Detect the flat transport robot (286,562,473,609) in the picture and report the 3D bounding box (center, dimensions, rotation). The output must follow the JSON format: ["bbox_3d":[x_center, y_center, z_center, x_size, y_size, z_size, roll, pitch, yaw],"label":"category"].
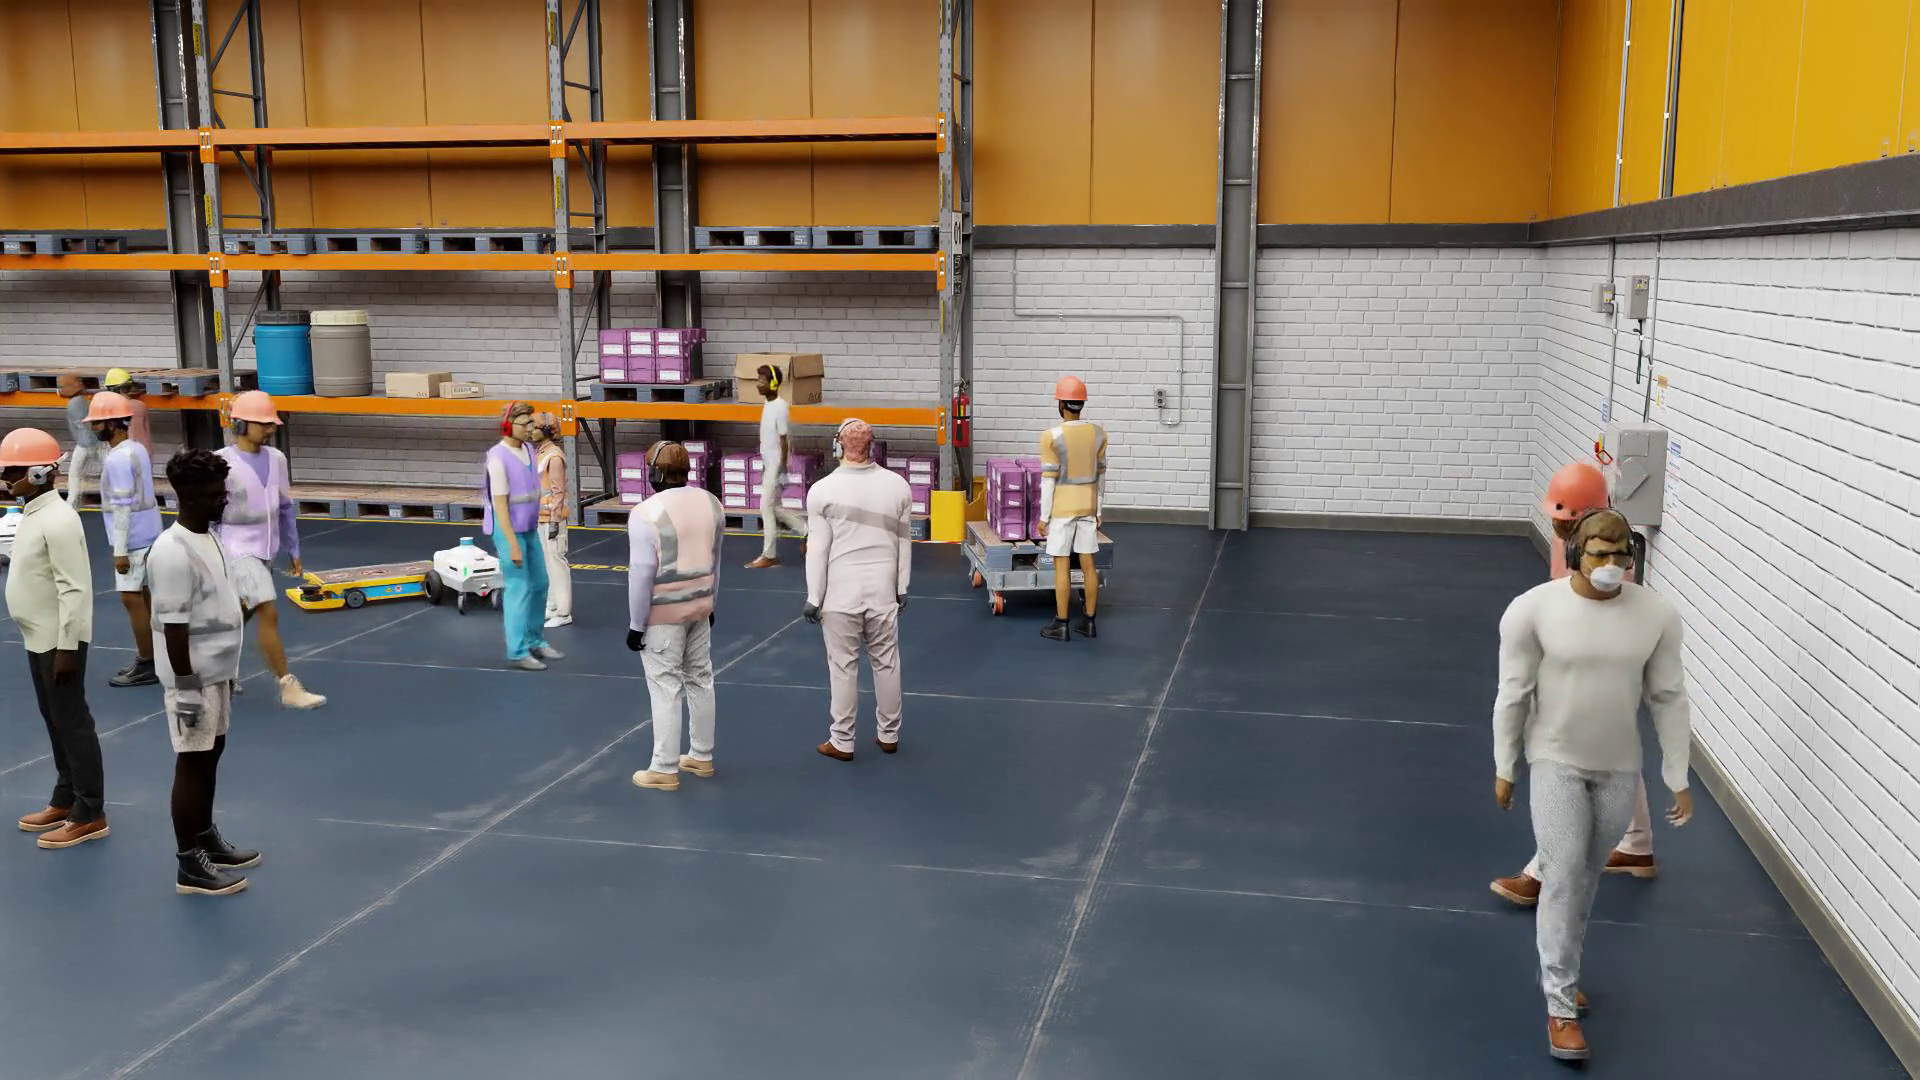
[{"bbox_3d":[-4.723,0.349,13.669,1.431,0.197,0.652,-6,11,-33],"label":"flat transport robot"}]

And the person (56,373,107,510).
[{"bbox_3d":[-9.319,-1.014,17.897,0.910,1.575,0.536,-2,10,-10],"label":"person"}]

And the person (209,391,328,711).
[{"bbox_3d":[-4.434,0.053,10.401,1.064,1.982,0.615,4,10,20],"label":"person"}]

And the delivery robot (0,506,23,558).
[{"bbox_3d":[-8.512,-0.061,14.983,0.477,0.478,0.707,-4,11,-25],"label":"delivery robot"}]

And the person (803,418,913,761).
[{"bbox_3d":[-0.579,0.274,9.273,0.639,1.911,0.406,-5,11,-28],"label":"person"}]

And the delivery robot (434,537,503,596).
[{"bbox_3d":[-3.936,0.222,13.308,0.477,0.478,0.707,-7,12,-37],"label":"delivery robot"}]

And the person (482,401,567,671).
[{"bbox_3d":[-2.988,-0.026,11.271,0.460,1.831,0.621,2,10,10],"label":"person"}]

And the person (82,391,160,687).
[{"bbox_3d":[-5.455,-0.007,10.874,0.390,1.929,0.555,-2,10,-14],"label":"person"}]

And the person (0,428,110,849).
[{"bbox_3d":[-4.334,0.458,7.925,0.382,1.993,0.622,-8,13,-40],"label":"person"}]

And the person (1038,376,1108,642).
[{"bbox_3d":[0.805,-0.225,12.145,0.542,1.938,0.357,-5,11,-28],"label":"person"}]

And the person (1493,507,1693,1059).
[{"bbox_3d":[2.258,0.846,5.873,0.652,1.905,0.862,0,10,-1],"label":"person"}]

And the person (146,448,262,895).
[{"bbox_3d":[-3.349,0.570,7.356,0.368,1.961,0.613,-2,10,-10],"label":"person"}]

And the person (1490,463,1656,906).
[{"bbox_3d":[2.730,0.615,7.237,0.881,1.917,0.677,0,10,2],"label":"person"}]

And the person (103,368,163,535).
[{"bbox_3d":[-7.934,-0.761,15.889,0.387,1.757,0.535,2,10,13],"label":"person"}]

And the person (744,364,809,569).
[{"bbox_3d":[-1.629,-0.664,15.014,0.627,1.845,0.522,-3,10,-18],"label":"person"}]

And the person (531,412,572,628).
[{"bbox_3d":[-3.118,-0.158,12.626,0.307,1.641,0.512,-6,11,-30],"label":"person"}]

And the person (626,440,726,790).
[{"bbox_3d":[-1.522,0.392,8.775,0.429,1.844,0.627,7,12,35],"label":"person"}]
